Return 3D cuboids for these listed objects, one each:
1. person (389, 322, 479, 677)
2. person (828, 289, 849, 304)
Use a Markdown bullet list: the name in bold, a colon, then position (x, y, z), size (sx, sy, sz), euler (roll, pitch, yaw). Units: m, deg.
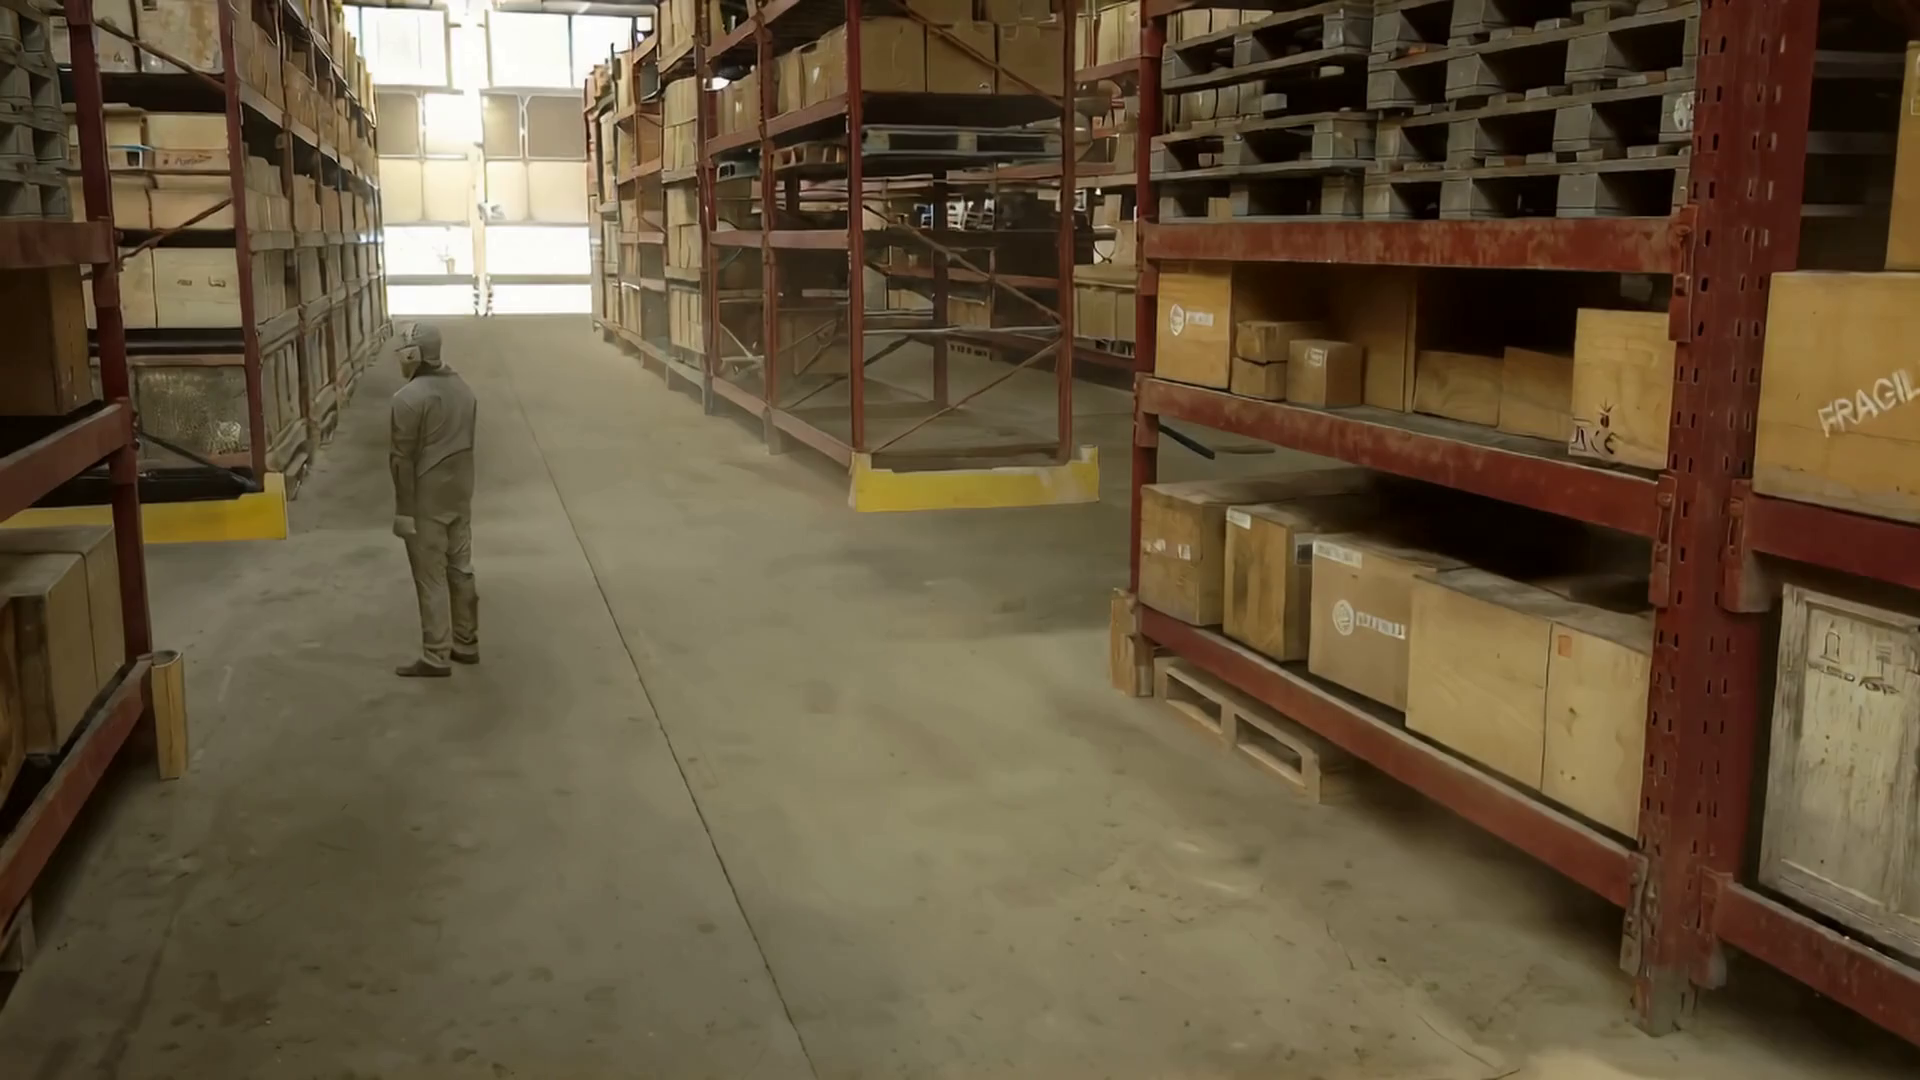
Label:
- **person**: position (-2.850, -0.216, 8.959), size (0.399, 1.899, 0.646), euler (2, 11, 13)
- **person**: position (-2.585, -5.014, 35.487), size (0.607, 1.814, 0.682), euler (-8, 13, -36)
